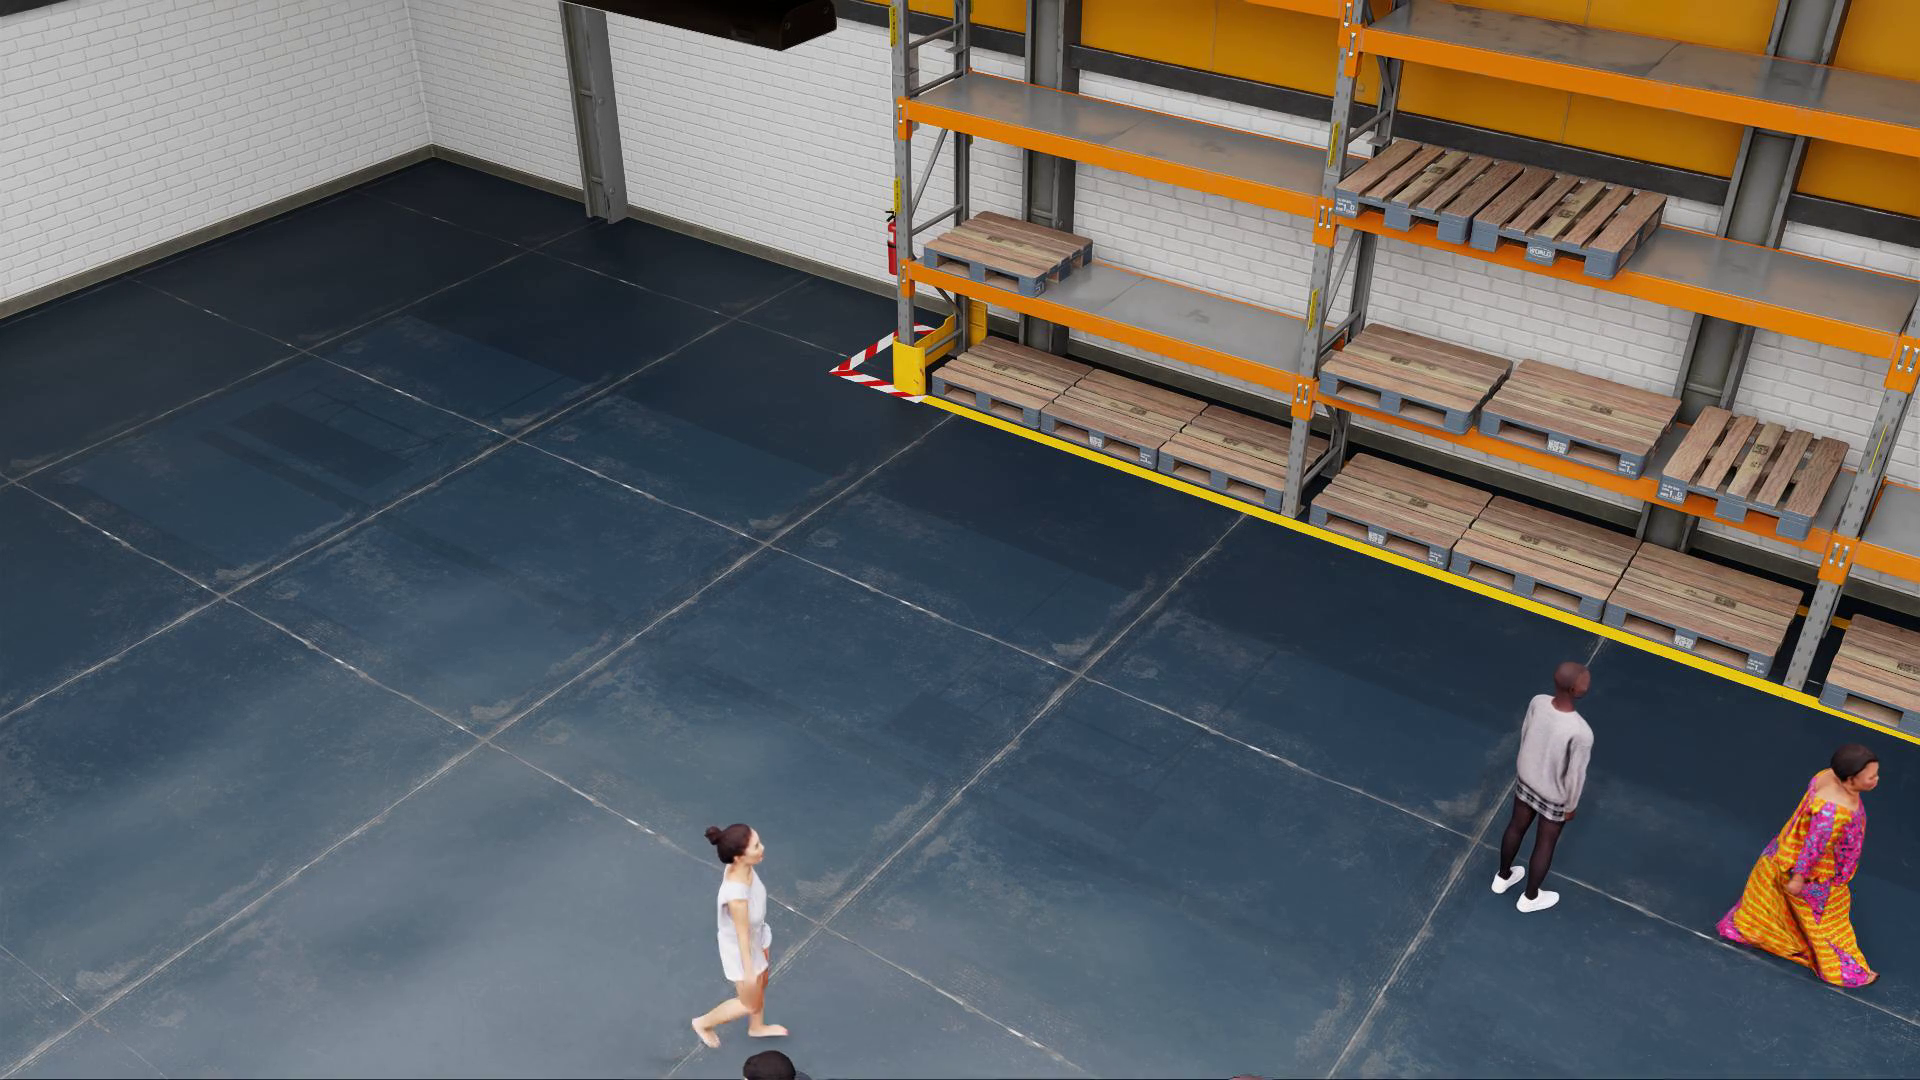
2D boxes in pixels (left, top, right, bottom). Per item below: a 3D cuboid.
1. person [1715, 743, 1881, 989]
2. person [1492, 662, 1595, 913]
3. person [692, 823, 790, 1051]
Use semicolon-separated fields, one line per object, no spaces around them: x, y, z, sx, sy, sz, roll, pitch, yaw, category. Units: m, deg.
4.788;1.779;9.471;1.145;1.664;0.772;15;37;22;person
3.467;1.455;9.861;0.748;1.772;0.616;-17;37;-24;person
-1.233;2.171;8.946;0.863;1.591;0.780;-1;34;-1;person
